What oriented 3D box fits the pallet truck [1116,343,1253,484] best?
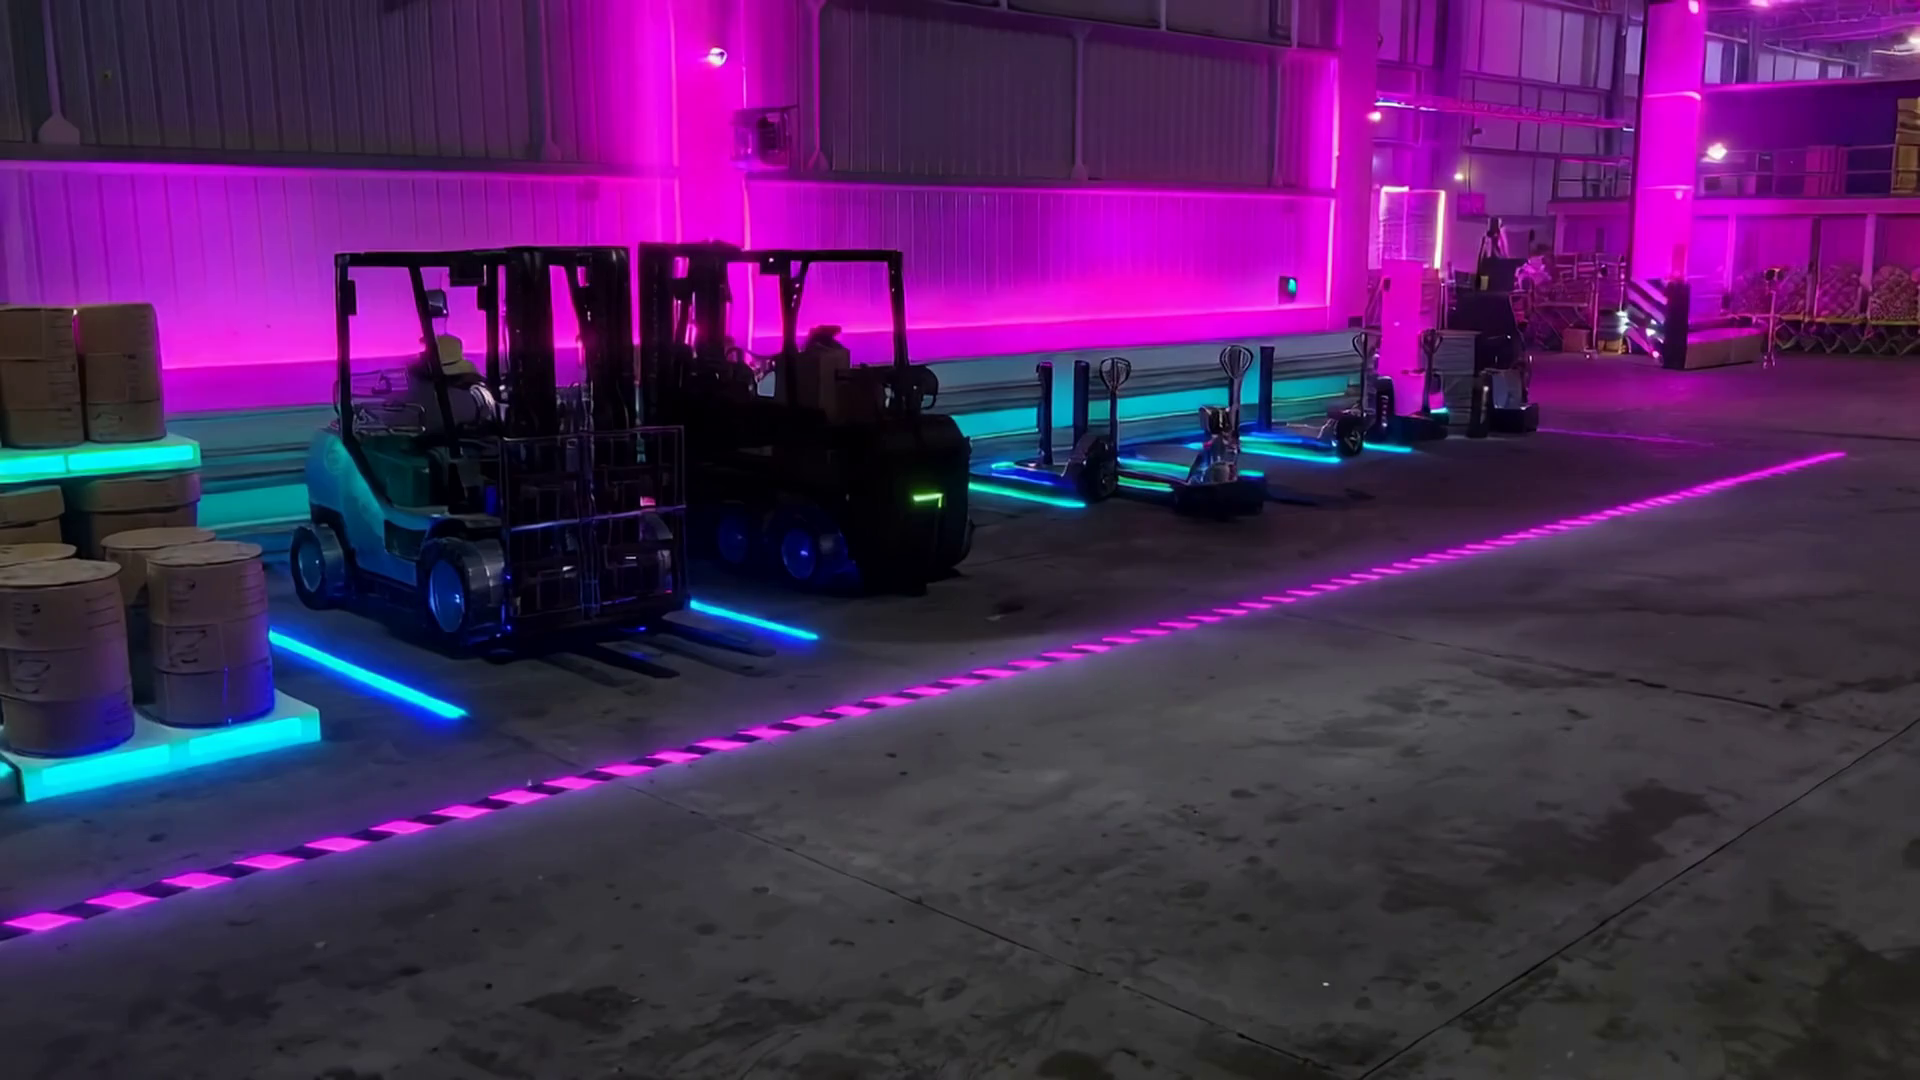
[{"bbox_3d":[1.962,-1.215,15.415,1.522,1.261,0.704,10,14,43],"label":"pallet truck"}]

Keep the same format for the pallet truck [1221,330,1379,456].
[{"bbox_3d":[3.563,-1.581,17.381,0.653,1.274,1.630,-10,14,-44],"label":"pallet truck"}]

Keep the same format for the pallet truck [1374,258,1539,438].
[{"bbox_3d":[5.704,-2.208,18.901,1.885,1.965,0.823,10,14,43],"label":"pallet truck"}]

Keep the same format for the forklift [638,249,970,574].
[{"bbox_3d":[-1.173,-0.958,11.239,2.680,1.987,1.157,10,14,43],"label":"forklift"}]

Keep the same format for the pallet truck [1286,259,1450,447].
[{"bbox_3d":[4.493,-2.078,18.196,0.823,1.965,1.885,-9,14,-40],"label":"pallet truck"}]

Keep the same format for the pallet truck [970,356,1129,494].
[{"bbox_3d":[0.784,-1.085,14.876,0.680,1.201,1.601,-10,14,-44],"label":"pallet truck"}]

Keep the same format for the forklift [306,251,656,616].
[{"bbox_3d":[-2.833,-0.669,9.694,1.157,1.987,2.680,-10,14,-44],"label":"forklift"}]
